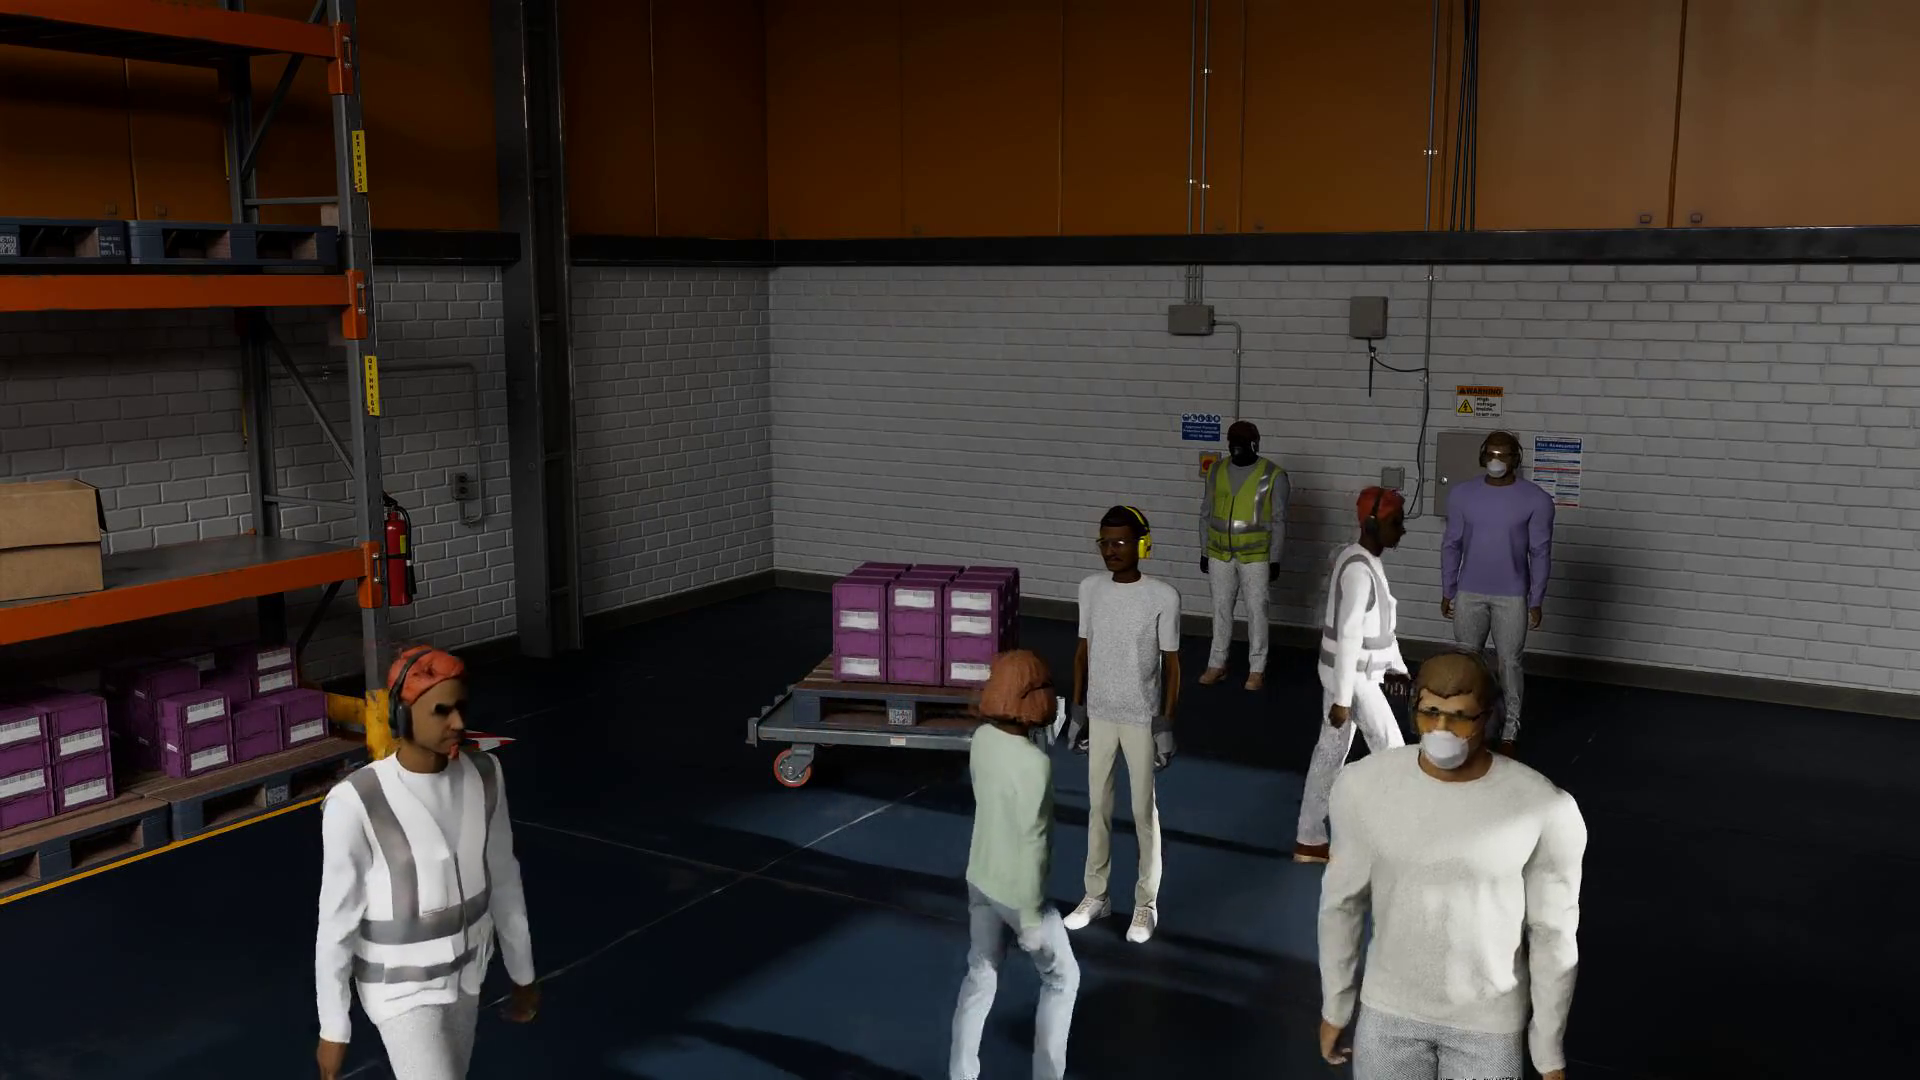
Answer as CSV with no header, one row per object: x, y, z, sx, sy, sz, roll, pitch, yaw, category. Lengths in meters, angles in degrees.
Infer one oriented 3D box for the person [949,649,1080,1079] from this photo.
0.226,1.154,5.526,0.648,1.614,0.523,-4,10,-26,person

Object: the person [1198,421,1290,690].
1.921,0.102,11.404,0.625,1.844,0.429,5,11,30,person

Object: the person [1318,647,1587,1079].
1.218,1.214,4.216,0.649,1.932,0.393,4,10,26,person

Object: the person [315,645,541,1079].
-1.328,1.210,4.405,0.689,1.861,0.620,5,10,27,person

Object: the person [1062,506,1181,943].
0.691,0.776,7.112,0.514,1.872,0.328,5,11,30,person

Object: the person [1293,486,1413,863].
1.989,0.669,7.841,0.849,1.851,0.596,1,9,8,person

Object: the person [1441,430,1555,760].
3.115,0.323,9.723,0.630,1.940,0.372,5,11,30,person
